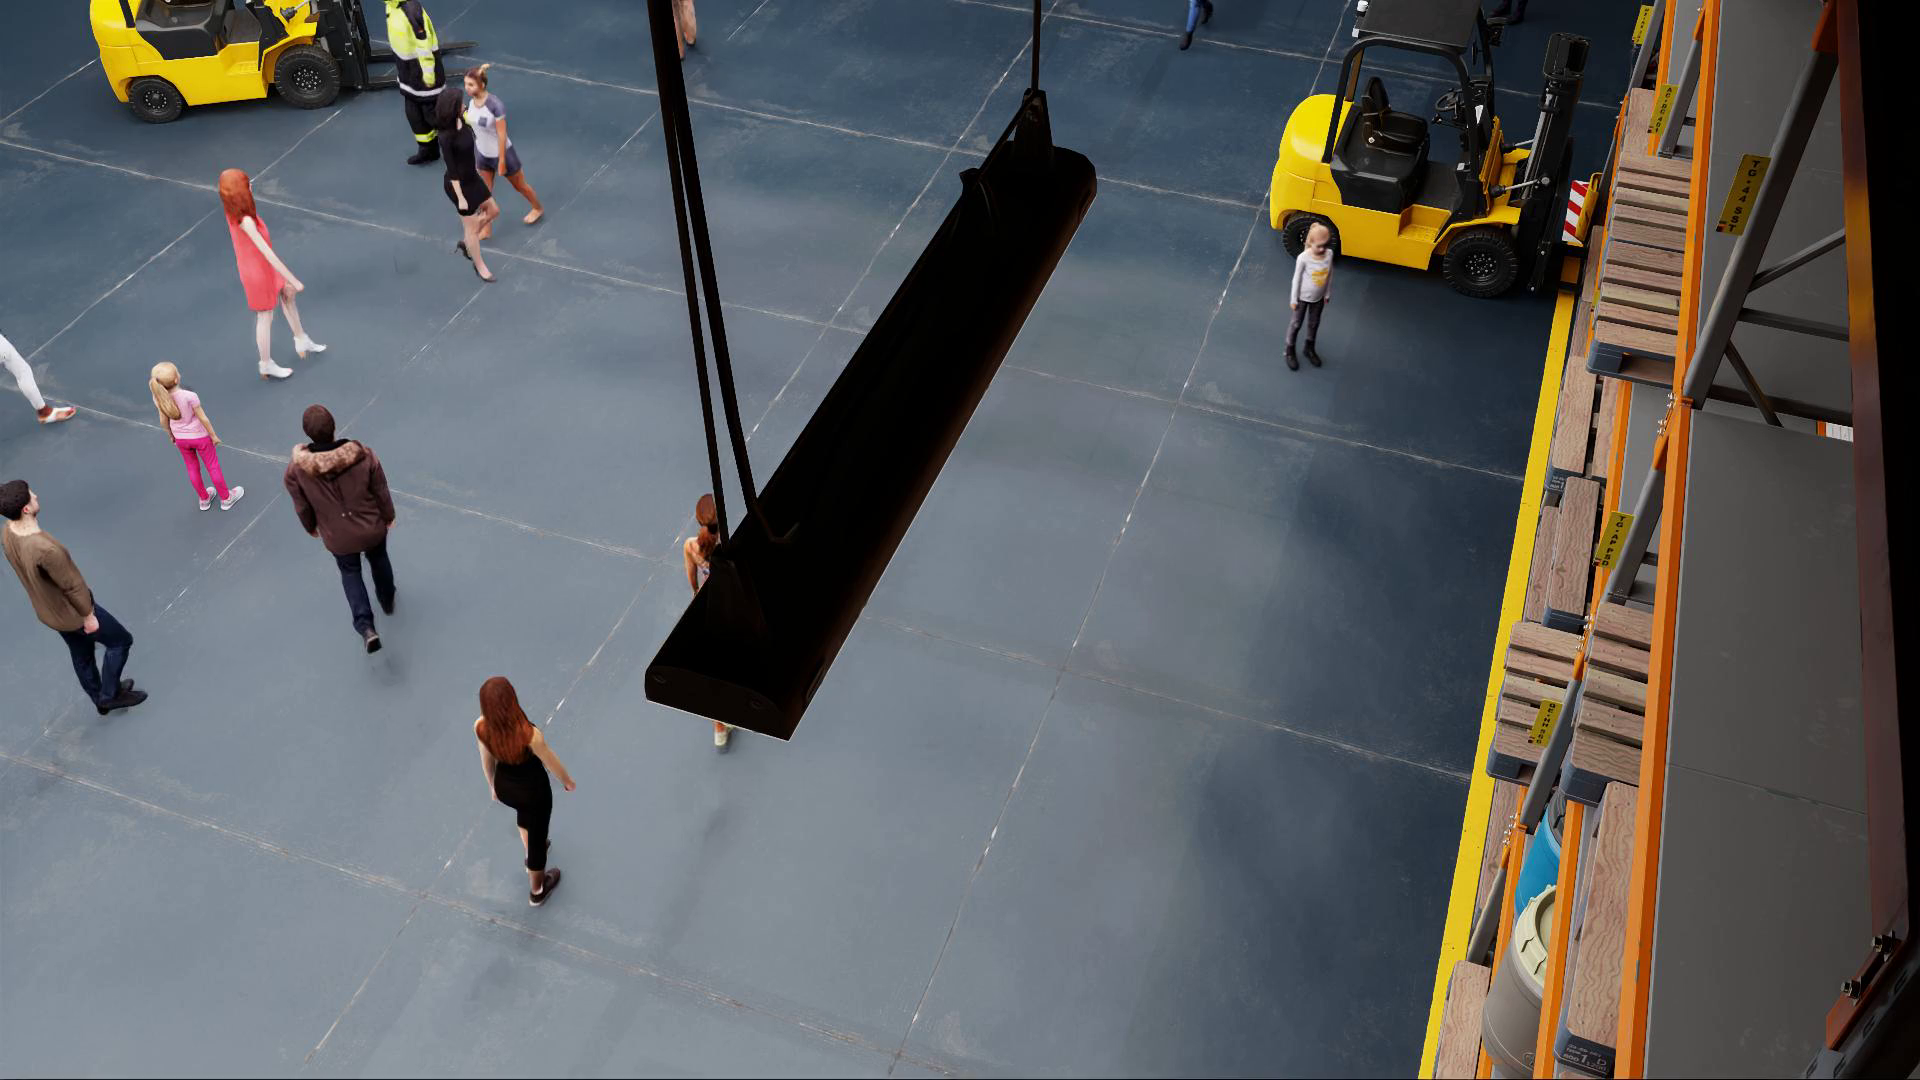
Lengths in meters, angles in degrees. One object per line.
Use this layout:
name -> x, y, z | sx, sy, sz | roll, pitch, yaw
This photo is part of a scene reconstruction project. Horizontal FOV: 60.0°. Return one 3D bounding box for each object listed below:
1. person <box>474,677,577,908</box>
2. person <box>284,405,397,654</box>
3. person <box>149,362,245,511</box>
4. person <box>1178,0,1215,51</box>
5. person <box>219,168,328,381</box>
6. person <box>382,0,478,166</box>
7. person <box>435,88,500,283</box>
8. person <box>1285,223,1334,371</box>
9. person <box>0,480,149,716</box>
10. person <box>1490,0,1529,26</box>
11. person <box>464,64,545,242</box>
person -> -2.466, 1.455, 9.223 | 0.570, 1.708, 0.647 | 16, 46, 16
person -> -3.914, -0.054, 10.717 | 1.097, 1.831, 1.190 | -13, 45, -13
person -> -5.481, -0.745, 11.849 | 0.549, 1.271, 0.570 | 2, 44, 2
person -> 2.482, -5.895, 17.019 | 0.829, 1.597, 1.129 | 29, 51, 27
person -> -5.463, -1.978, 12.757 | 0.922, 1.803, 0.847 | -21, 48, -21
person -> -4.830, -4.340, 15.122 | 1.194, 1.963, 1.083 | -27, 50, -25
person -> -4.171, -2.912, 13.746 | 0.717, 1.792, 0.655 | 7, 44, 7
person -> 2.751, -1.940, 13.099 | 0.588, 1.277, 0.640 | -13, 45, -14
person -> -5.519, 0.445, 10.162 | 0.696, 1.874, 0.653 | 22, 48, 22
person -> 5.901, -6.228, 17.302 | 0.728, 1.688, 0.672 | -19, 47, -19
person -> -3.947, -3.370, 14.379 | 0.748, 1.581, 1.057 | 26, 49, 25
